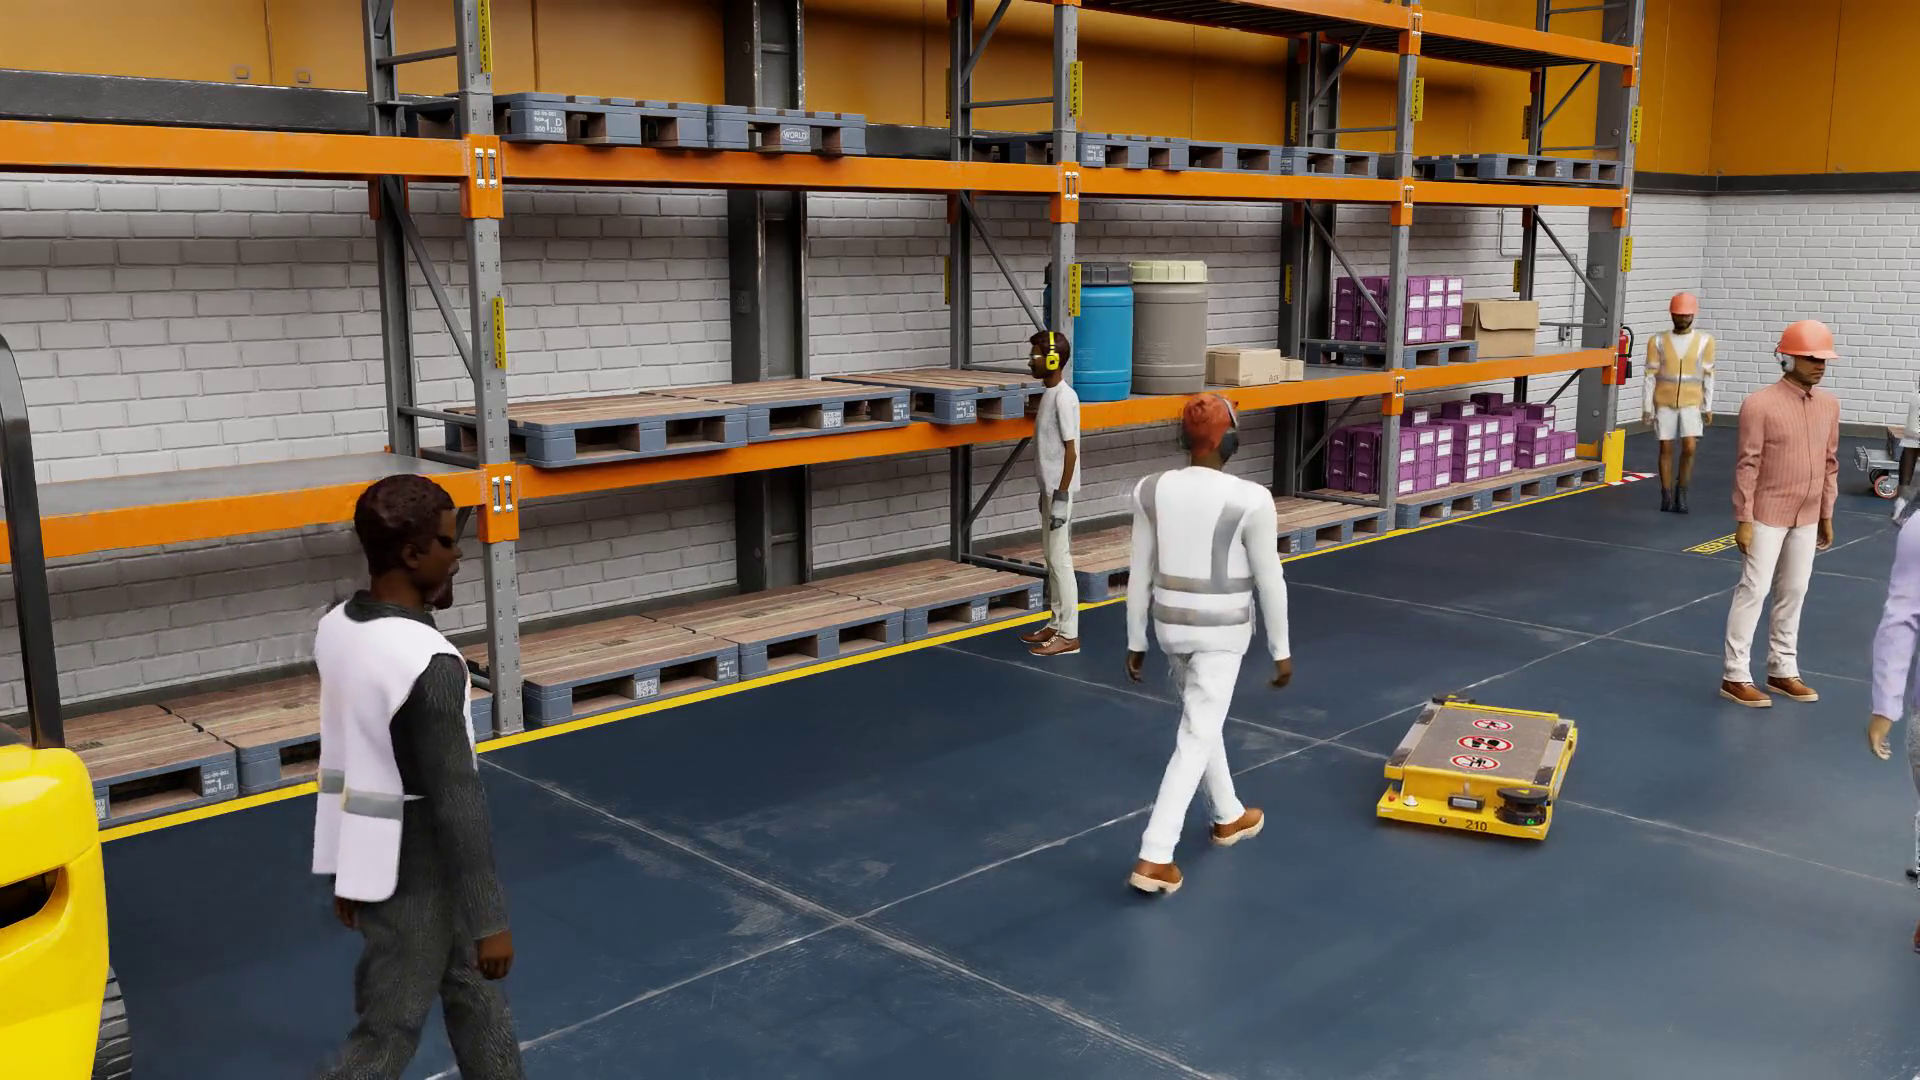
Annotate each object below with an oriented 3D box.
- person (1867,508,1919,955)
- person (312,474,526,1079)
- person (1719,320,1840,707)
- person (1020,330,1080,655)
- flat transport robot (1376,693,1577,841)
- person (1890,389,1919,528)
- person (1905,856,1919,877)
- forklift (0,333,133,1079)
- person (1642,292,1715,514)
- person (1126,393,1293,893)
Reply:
[{"bbox_3d":[3.225,0.532,5.208,0.651,1.888,1.014,7,12,33],"label":"person"},{"bbox_3d":[-1.310,0.777,3.873,0.988,1.878,0.608,-8,13,-37],"label":"person"},{"bbox_3d":[4.229,-0.131,8.513,0.619,1.985,0.406,-4,11,-19],"label":"person"},{"bbox_3d":[0.533,-0.264,9.577,0.310,1.859,0.532,-1,10,-6],"label":"person"},{"bbox_3d":[2.289,0.956,7.261,0.652,0.197,1.431,5,11,24],"label":"flat transport robot"},{"bbox_3d":[5.535,-0.232,9.225,0.622,1.918,0.962,8,13,39],"label":"person"},{"bbox_3d":[3.819,0.416,6.024,0.648,1.806,0.618,-5,12,-26],"label":"person"},{"bbox_3d":[-3.289,0.485,4.582,1.214,2.155,2.313,-10,14,-44],"label":"forklift"},{"bbox_3d":[6.188,-1.170,14.348,0.580,1.917,0.606,4,11,21],"label":"person"},{"bbox_3d":[0.911,0.366,6.232,0.590,1.837,1.006,9,14,39],"label":"person"}]
